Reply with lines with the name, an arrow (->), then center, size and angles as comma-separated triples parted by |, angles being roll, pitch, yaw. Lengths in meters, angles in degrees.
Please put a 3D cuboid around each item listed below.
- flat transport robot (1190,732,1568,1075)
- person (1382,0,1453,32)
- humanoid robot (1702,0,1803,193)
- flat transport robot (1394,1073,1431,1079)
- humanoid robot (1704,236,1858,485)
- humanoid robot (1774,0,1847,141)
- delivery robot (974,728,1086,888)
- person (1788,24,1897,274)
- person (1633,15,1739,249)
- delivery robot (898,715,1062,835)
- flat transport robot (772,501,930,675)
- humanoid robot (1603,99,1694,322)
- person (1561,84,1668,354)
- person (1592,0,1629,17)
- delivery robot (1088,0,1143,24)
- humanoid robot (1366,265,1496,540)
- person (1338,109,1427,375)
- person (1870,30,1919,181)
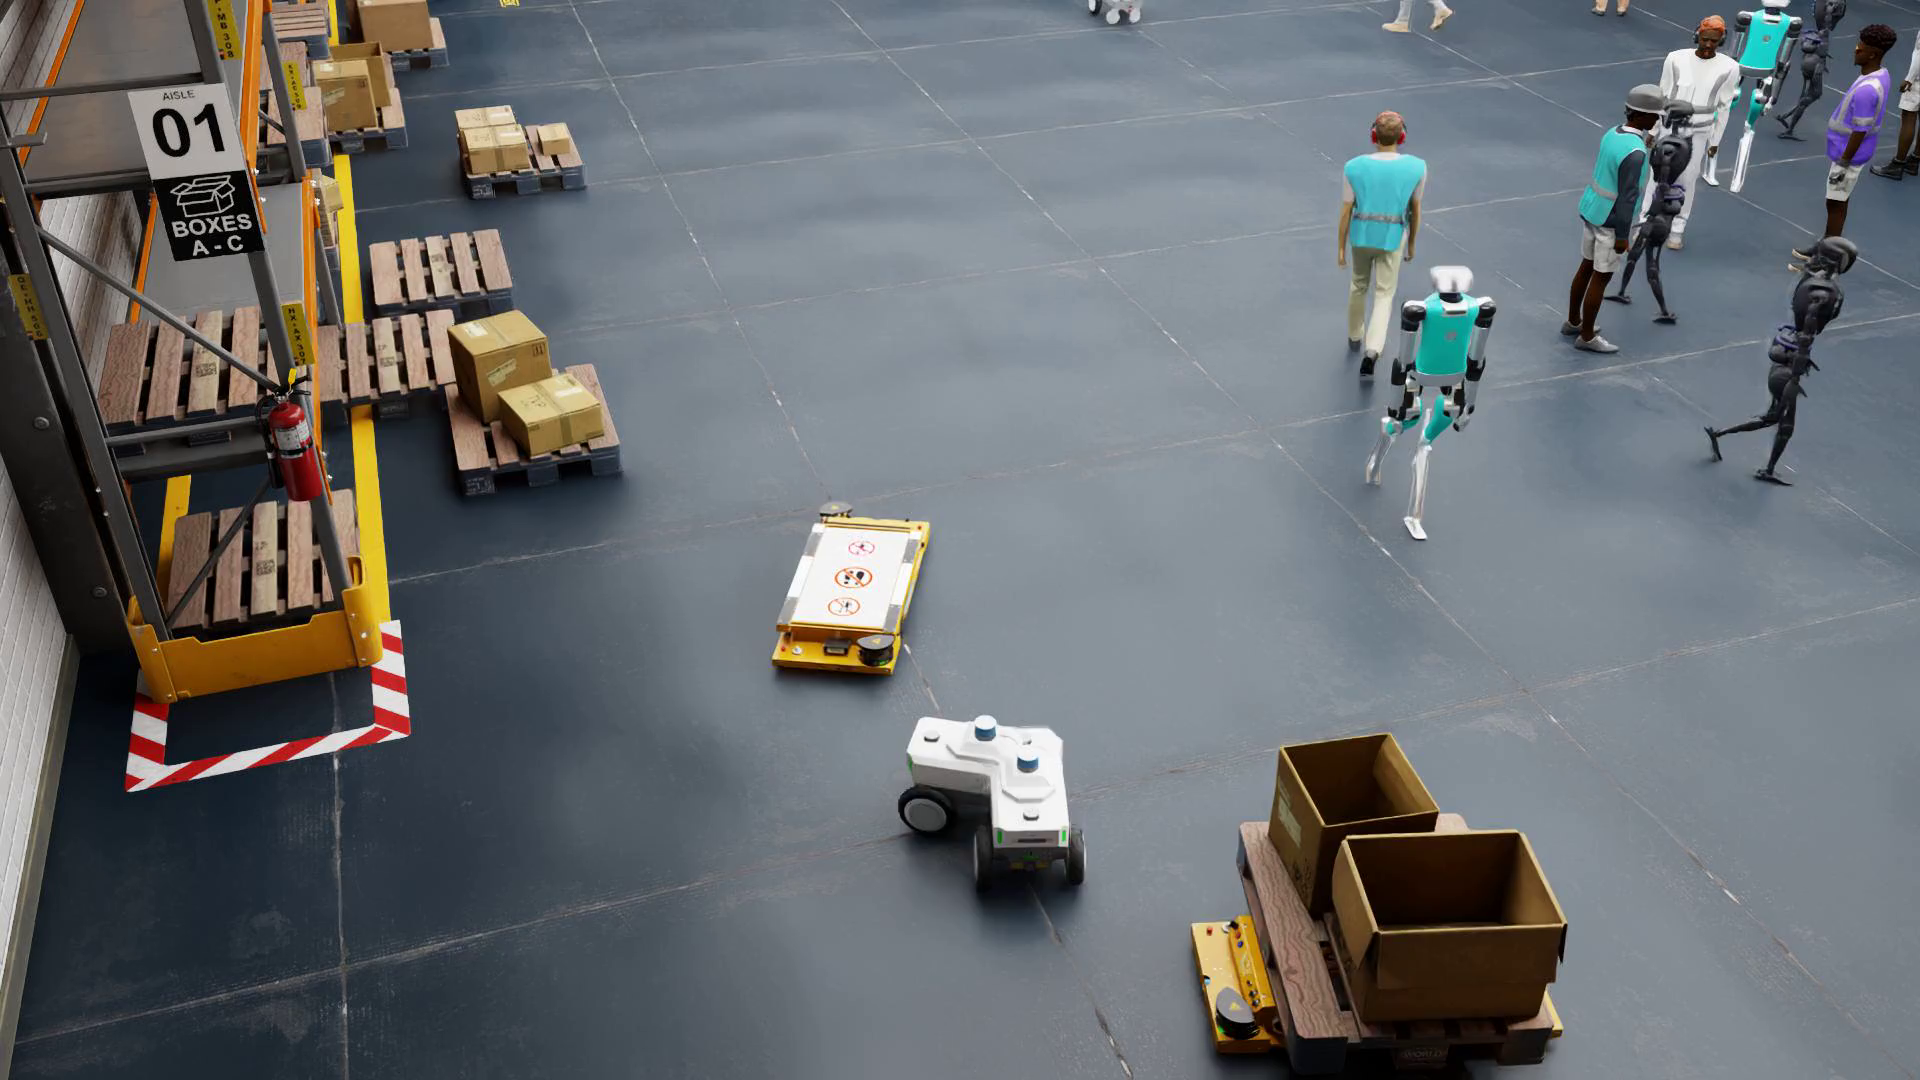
flat transport robot -> 1.745, 1.836, 7.042 | 1.431, 0.231, 0.659 | -2, 33, -3
person -> 5.176, -6.548, 18.459 | 0.652, 1.854, 0.460 | 16, 36, 22
humanoid robot -> 6.887, -3.965, 14.555 | 0.543, 1.746, 0.674 | 10, 34, 15
flat transport robot -> 1.751, 2.577, 5.906 | 0.659, 0.231, 1.431 | 12, 35, 17
humanoid robot -> 5.084, -1.132, 10.315 | 0.544, 1.627, 0.589 | 16, 36, 23
humanoid robot -> 8.015, -4.566, 15.571 | 0.372, 1.643, 0.589 | 13, 35, 19
delivery robot -> 0.311, 1.237, 7.714 | 0.499, 0.609, 0.807 | -1, 33, -1
person -> 6.899, -3.019, 12.937 | 0.373, 1.966, 0.603 | 19, 38, 26
person -> 5.858, -3.288, 13.431 | 0.573, 1.880, 0.361 | 16, 36, 22
delivery robot -> 0.095, 1.103, 7.923 | 0.812, 0.614, 0.499 | 7, 34, 11
flat transport robot -> -0.595, 0.256, 9.465 | 0.659, 0.231, 1.431 | 4, 33, 6
humanoid robot -> 5.176, -2.439, 12.343 | 0.616, 1.642, 0.613 | 16, 37, 23
person -> 4.626, -2.289, 11.847 | 0.441, 1.934, 0.551 | 0, 33, 0
person -> 7.631, -6.893, 19.142 | 0.474, 1.674, 0.379 | 3, 33, 5
delivery robot -> 1.833, -6.341, 19.316 | 0.525, 0.587, 0.750 | -11, 35, -16
humanoid robot -> 2.728, -0.930, 9.972 | 0.544, 1.792, 0.913 | -2, 33, -3
person -> 2.900, -2.062, 11.603 | 0.568, 1.815, 0.831 | 9, 34, 14
person -> 8.546, -4.159, 14.712 | 0.552, 1.933, 0.361 | -16, 37, -23
